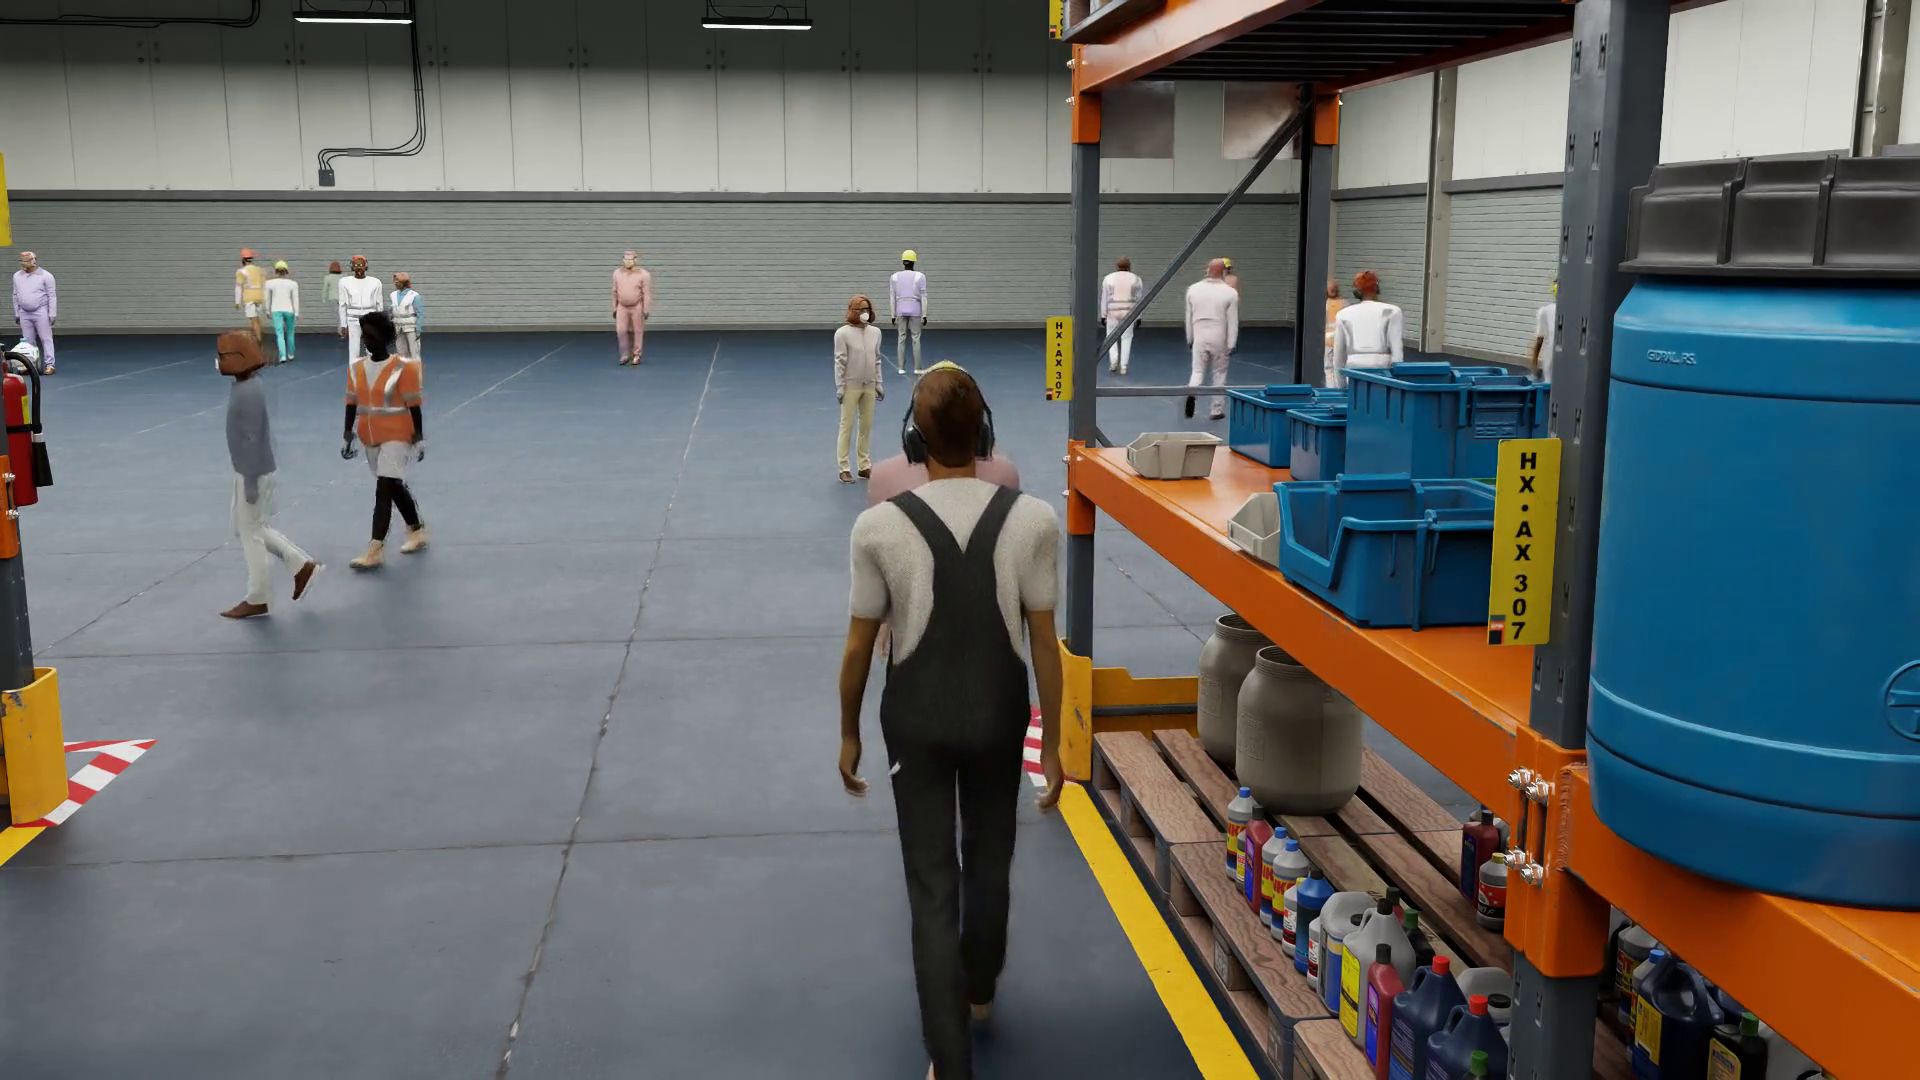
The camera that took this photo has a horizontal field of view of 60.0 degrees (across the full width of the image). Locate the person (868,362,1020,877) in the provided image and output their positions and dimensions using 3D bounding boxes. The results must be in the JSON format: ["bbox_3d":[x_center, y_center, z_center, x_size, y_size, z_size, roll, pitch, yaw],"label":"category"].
[{"bbox_3d":[-0.052,0.267,5.602,0.534,1.721,0.869,0,10,2],"label":"person"}]

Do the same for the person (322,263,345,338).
[{"bbox_3d":[-13.162,-5.053,35.111,0.511,1.589,0.854,-8,13,-38],"label":"person"}]

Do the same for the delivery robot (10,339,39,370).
[{"bbox_3d":[-14.462,-2.868,25.715,0.477,0.478,0.707,-5,11,-24],"label":"delivery robot"}]

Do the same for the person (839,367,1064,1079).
[{"bbox_3d":[-0.035,0.473,4.196,0.537,1.812,0.787,-1,10,-8],"label":"person"}]

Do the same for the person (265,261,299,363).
[{"bbox_3d":[-11.543,-3.883,28.354,0.530,1.717,0.929,-5,11,-25],"label":"person"}]

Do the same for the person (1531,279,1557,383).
[{"bbox_3d":[5.506,-1.554,15.255,0.526,1.842,0.855,3,11,15],"label":"person"}]

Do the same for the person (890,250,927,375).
[{"bbox_3d":[-0.789,-3.521,25.783,0.584,1.928,0.373,2,11,13],"label":"person"}]

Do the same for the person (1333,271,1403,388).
[{"bbox_3d":[3.433,-1.342,14.066,0.604,1.839,0.579,4,11,21],"label":"person"}]

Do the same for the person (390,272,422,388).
[{"bbox_3d":[-7.759,-2.924,23.312,0.514,1.636,0.315,4,11,21],"label":"person"}]

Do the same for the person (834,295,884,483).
[{"bbox_3d":[-0.876,-1.319,14.519,0.502,1.632,0.279,-9,13,-40],"label":"person"}]

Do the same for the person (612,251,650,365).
[{"bbox_3d":[-5.486,-3.833,27.594,0.680,1.883,0.688,1,10,6],"label":"person"}]

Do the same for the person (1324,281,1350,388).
[{"bbox_3d":[4.545,-2.389,20.493,0.523,1.586,0.833,-2,11,-13],"label":"person"}]

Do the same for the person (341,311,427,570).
[{"bbox_3d":[-3.781,-0.673,10.926,0.544,1.652,0.864,4,11,20],"label":"person"}]

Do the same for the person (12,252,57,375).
[{"bbox_3d":[-14.320,-3.496,25.724,0.639,1.904,0.402,0,10,1],"label":"person"}]

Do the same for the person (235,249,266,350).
[{"bbox_3d":[-13.523,-4.565,31.625,0.963,1.887,0.551,7,13,35],"label":"person"}]

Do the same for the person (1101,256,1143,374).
[{"bbox_3d":[2.531,-3.515,26.031,0.661,1.823,0.618,0,10,2],"label":"person"}]

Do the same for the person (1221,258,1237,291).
[{"bbox_3d":[4.841,-4.268,30.374,0.385,1.750,0.527,-10,14,-42],"label":"person"}]

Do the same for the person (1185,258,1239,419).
[{"bbox_3d":[2.906,-2.317,19.296,0.665,1.888,0.676,6,12,28],"label":"person"}]

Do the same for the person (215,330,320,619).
[{"bbox_3d":[-3.934,-0.369,9.326,0.458,1.619,0.520,-4,11,-22],"label":"person"}]

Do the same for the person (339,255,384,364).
[{"bbox_3d":[-8.231,-2.972,22.902,0.574,1.883,0.355,-4,11,-22],"label":"person"}]
